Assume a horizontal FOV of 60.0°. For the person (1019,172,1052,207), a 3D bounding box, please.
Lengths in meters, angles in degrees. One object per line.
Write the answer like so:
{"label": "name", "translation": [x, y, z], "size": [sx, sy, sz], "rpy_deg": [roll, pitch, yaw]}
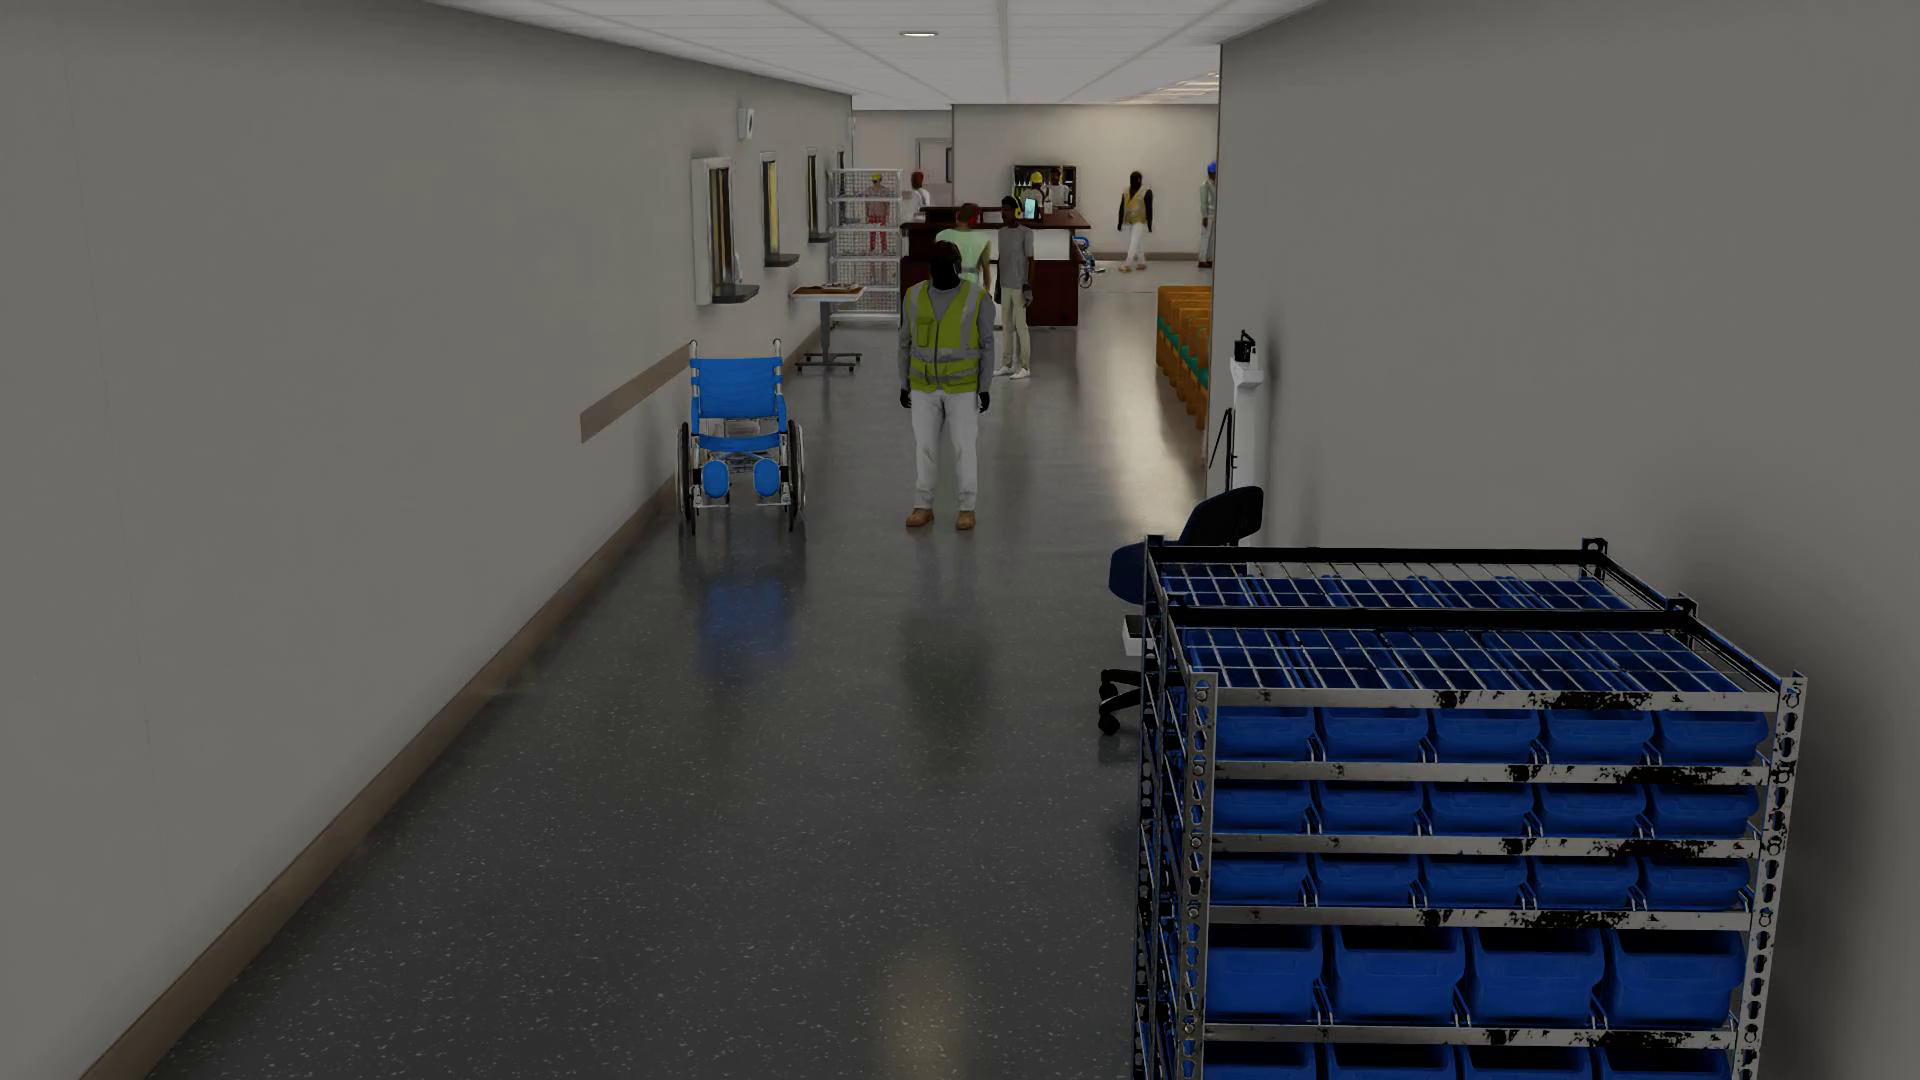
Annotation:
{"label": "person", "translation": [1.308, -5.420, 28.684], "size": [0.598, 1.824, 0.403], "rpy_deg": [0, 14, -2]}

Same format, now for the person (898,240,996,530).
{"label": "person", "translation": [-0.100, -0.983, 10.630], "size": [0.633, 1.842, 0.429], "rpy_deg": [4, 14, 15]}

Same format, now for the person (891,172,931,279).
{"label": "person", "translation": [-0.769, -5.196, 27.735], "size": [0.948, 1.838, 0.578], "rpy_deg": [3, 14, 14]}

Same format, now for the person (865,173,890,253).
{"label": "person", "translation": [-1.632, -6.379, 32.702], "size": [0.524, 1.760, 0.327], "rpy_deg": [5, 15, 18]}

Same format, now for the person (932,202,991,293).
{"label": "person", "translation": [0.004, -2.495, 16.834], "size": [0.632, 1.807, 0.445], "rpy_deg": [1, 14, 2]}

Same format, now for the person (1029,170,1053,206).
{"label": "person", "translation": [1.369, -5.437, 28.704], "size": [0.504, 1.840, 0.345], "rpy_deg": [-12, 18, -41]}

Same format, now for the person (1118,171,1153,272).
{"label": "person", "translation": [3.171, -5.766, 30.156], "size": [0.652, 1.797, 0.942], "rpy_deg": [13, 19, 41]}

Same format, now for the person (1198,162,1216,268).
{"label": "person", "translation": [4.655, -6.038, 30.931], "size": [0.395, 1.946, 0.614], "rpy_deg": [9, 17, 34]}

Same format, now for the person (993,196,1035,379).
{"label": "person", "translation": [0.547, -2.589, 17.092], "size": [0.313, 1.869, 0.528], "rpy_deg": [-12, 19, -41]}

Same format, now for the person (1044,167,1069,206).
{"label": "person", "translation": [1.726, -5.806, 30.159], "size": [0.521, 1.864, 0.335], "rpy_deg": [0, 14, 2]}
